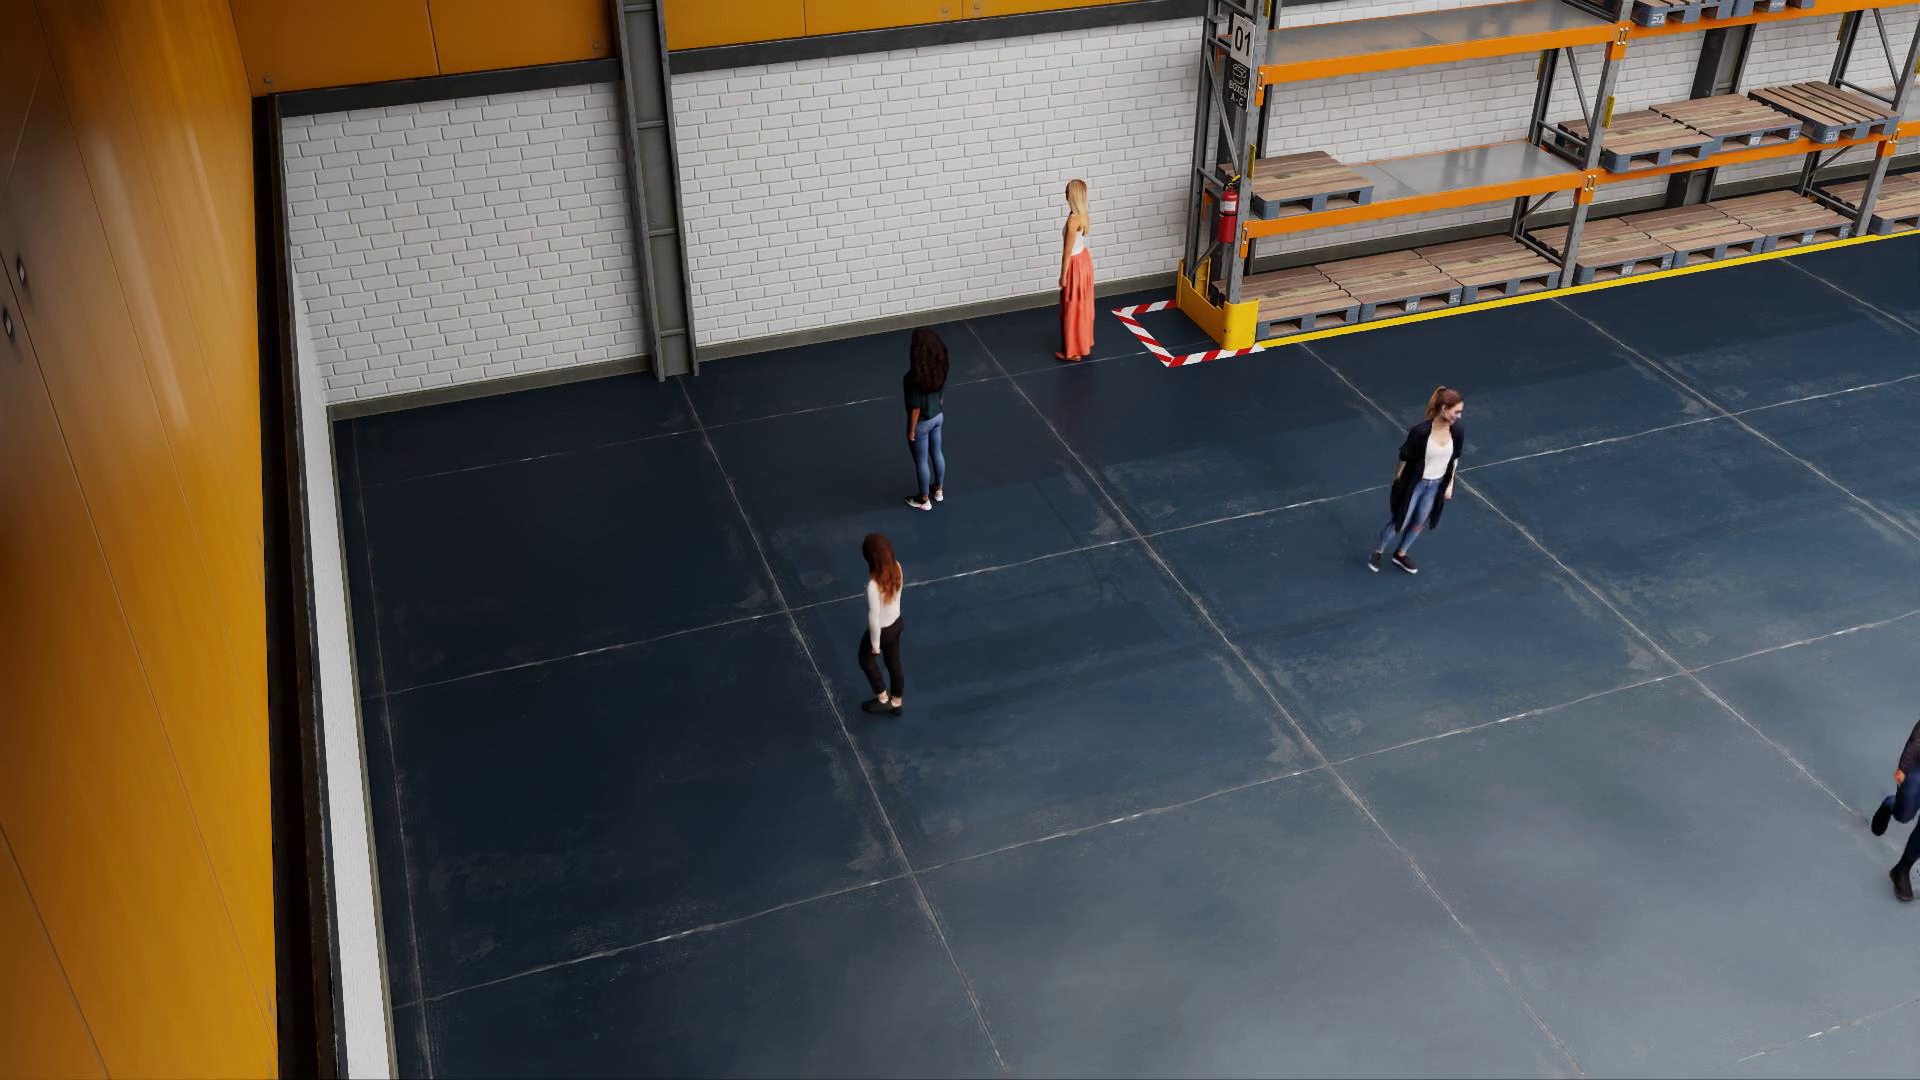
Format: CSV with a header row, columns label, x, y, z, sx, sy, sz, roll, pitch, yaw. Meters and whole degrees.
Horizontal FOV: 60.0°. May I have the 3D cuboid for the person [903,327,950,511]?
label,x,y,z,sx,sy,sz,roll,pitch,yaw
person,-0.286,-1.005,13.704,0.767,1.616,0.681,25,41,33

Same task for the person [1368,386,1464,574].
label,x,y,z,sx,sy,sz,roll,pitch,yaw
person,3.516,-0.459,12.840,0.608,1.663,0.805,2,34,3

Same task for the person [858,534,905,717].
label,x,y,z,sx,sy,sz,roll,pitch,yaw
person,-0.454,0.615,11.396,0.692,1.474,0.614,19,38,26

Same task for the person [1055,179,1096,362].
label,x,y,z,sx,sy,sz,roll,pitch,yaw
person,1.112,-2.582,15.909,0.752,1.801,0.715,9,35,14

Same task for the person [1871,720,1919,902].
label,x,y,z,sx,sy,sz,roll,pitch,yaw
person,5.891,1.344,10.065,0.955,1.733,0.967,8,35,12
